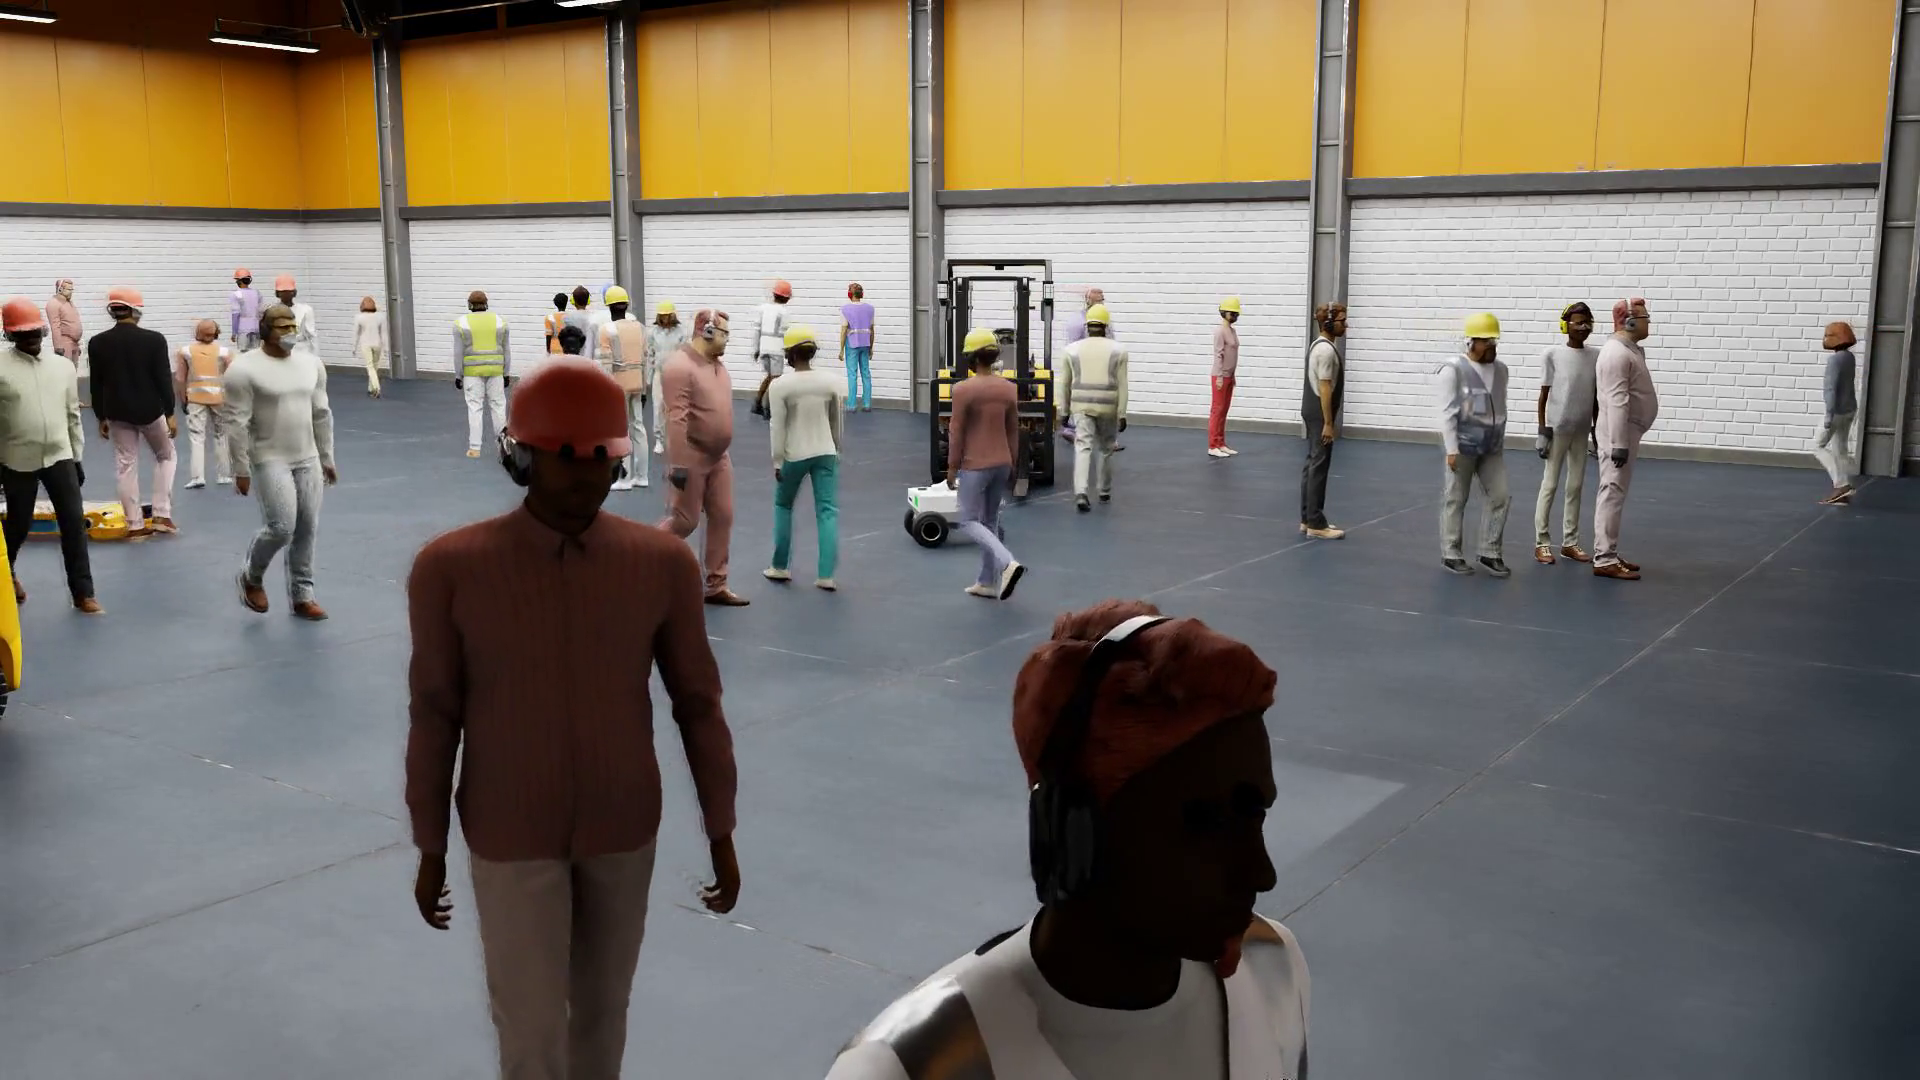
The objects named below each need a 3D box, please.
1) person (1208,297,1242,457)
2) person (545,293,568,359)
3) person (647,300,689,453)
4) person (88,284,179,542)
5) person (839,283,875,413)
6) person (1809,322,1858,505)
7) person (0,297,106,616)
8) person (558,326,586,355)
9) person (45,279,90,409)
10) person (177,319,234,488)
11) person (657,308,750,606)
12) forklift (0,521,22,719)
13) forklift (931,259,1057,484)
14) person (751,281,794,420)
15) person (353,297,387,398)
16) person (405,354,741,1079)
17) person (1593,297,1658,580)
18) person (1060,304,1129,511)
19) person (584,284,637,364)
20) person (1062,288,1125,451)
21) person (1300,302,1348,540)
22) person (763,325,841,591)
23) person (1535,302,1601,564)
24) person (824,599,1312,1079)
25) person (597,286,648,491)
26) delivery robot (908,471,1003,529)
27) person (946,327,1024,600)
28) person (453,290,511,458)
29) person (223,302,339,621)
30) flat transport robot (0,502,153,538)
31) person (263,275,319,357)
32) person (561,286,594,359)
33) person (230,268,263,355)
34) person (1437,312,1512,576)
[{"bbox_3d":[2.954,-1.805,18.435,0.329,1.765,0.527,5,11,27],"label":"person"},{"bbox_3d":[-5.756,-2.733,24.148,0.540,1.698,0.317,-4,11,-25],"label":"person"},{"bbox_3d":[-3.274,-1.829,18.718,0.489,1.722,0.658,-1,10,-7],"label":"person"},{"bbox_3d":[-6.369,-0.983,12.892,0.655,1.975,0.567,-1,10,-4],"label":"person"},{"bbox_3d":[-1.464,-2.727,23.680,0.566,1.846,0.389,-7,12,-35],"label":"person"},{"bbox_3d":[7.734,-1.107,14.668,0.352,1.621,0.546,9,13,44],"label":"person"},{"bbox_3d":[-5.723,-0.511,10.208,0.916,1.959,0.635,7,12,34],"label":"person"},{"bbox_3d":[-3.091,-0.880,13.230,0.536,1.662,0.840,-2,10,-13],"label":"person"},{"bbox_3d":[-12.972,-2.840,24.189,0.410,1.905,0.641,-1,10,-7],"label":"person"},{"bbox_3d":[-7.210,-1.302,15.923,0.531,1.606,0.603,-3,10,-17],"label":"person"},{"bbox_3d":[-1.700,-0.518,10.456,0.736,1.872,0.670,5,11,26],"label":"person"},{"bbox_3d":[-5.296,-0.090,6.943,1.214,2.155,2.313,7,12,35],"label":"forklift"},{"bbox_3d":[0.370,-1.738,16.759,1.214,2.155,2.313,1,10,3],"label":"forklift"},{"bbox_3d":[-2.527,-2.565,22.614,0.648,1.888,0.429,7,12,38],"label":"person"},{"bbox_3d":[-9.352,-3.065,26.424,0.507,1.600,0.815,-7,12,-36],"label":"person"},{"bbox_3d":[-0.741,0.621,3.361,0.650,1.965,0.809,-5,11,-28],"label":"person"},{"bbox_3d":[4.548,-0.696,11.391,0.409,1.913,0.649,4,10,23],"label":"person"},{"bbox_3d":[1.165,-1.157,14.502,0.604,1.796,0.910,2,10,11],"label":"person"},{"bbox_3d":[-4.022,-2.029,19.395,0.649,1.883,0.979,0,10,2],"label":"person"},{"bbox_3d":[1.515,-1.972,19.175,1.027,1.860,0.646,9,13,42],"label":"person"},{"bbox_3d":[2.842,-0.932,12.994,0.348,1.846,0.506,1,10,3],"label":"person"},{"bbox_3d":[-1.047,-0.550,11.051,0.546,1.740,0.762,-5,11,-26],"label":"person"},{"bbox_3d":[4.373,-0.757,11.910,0.512,1.862,0.329,-2,10,-11],"label":"person"},{"bbox_3d":[0.121,0.980,1.504,0.579,1.880,0.357,-8,13,-41],"label":"person"},{"bbox_3d":[-3.188,-1.423,15.685,0.382,1.923,0.591,7,12,34],"label":"person"},{"bbox_3d":[-0.031,-0.293,12.734,0.707,0.478,0.477,-1,10,-10],"label":"delivery robot"},{"bbox_3d":[0.204,-0.460,10.474,0.524,1.746,0.577,-8,13,-41],"label":"person"},{"bbox_3d":[-5.268,-1.825,18.343,0.622,1.838,0.429,-5,11,-28],"label":"person"},{"bbox_3d":[-4.062,-0.457,9.958,0.493,1.926,0.634,6,11,32],"label":"person"},{"bbox_3d":[-7.166,-0.166,13.111,1.431,0.197,0.652,0,10,2],"label":"flat transport robot"},{"bbox_3d":[-8.184,-2.238,20.359,0.623,1.994,1.032,-5,11,-27],"label":"person"},{"bbox_3d":[-4.441,-2.054,19.611,0.533,1.868,0.310,-5,11,-27],"label":"person"},{"bbox_3d":[-11.944,-3.523,27.839,0.374,2.044,0.607,5,11,27],"label":"person"},{"bbox_3d":[3.535,-0.632,11.308,0.598,1.811,0.622,-3,10,-19],"label":"person"}]
